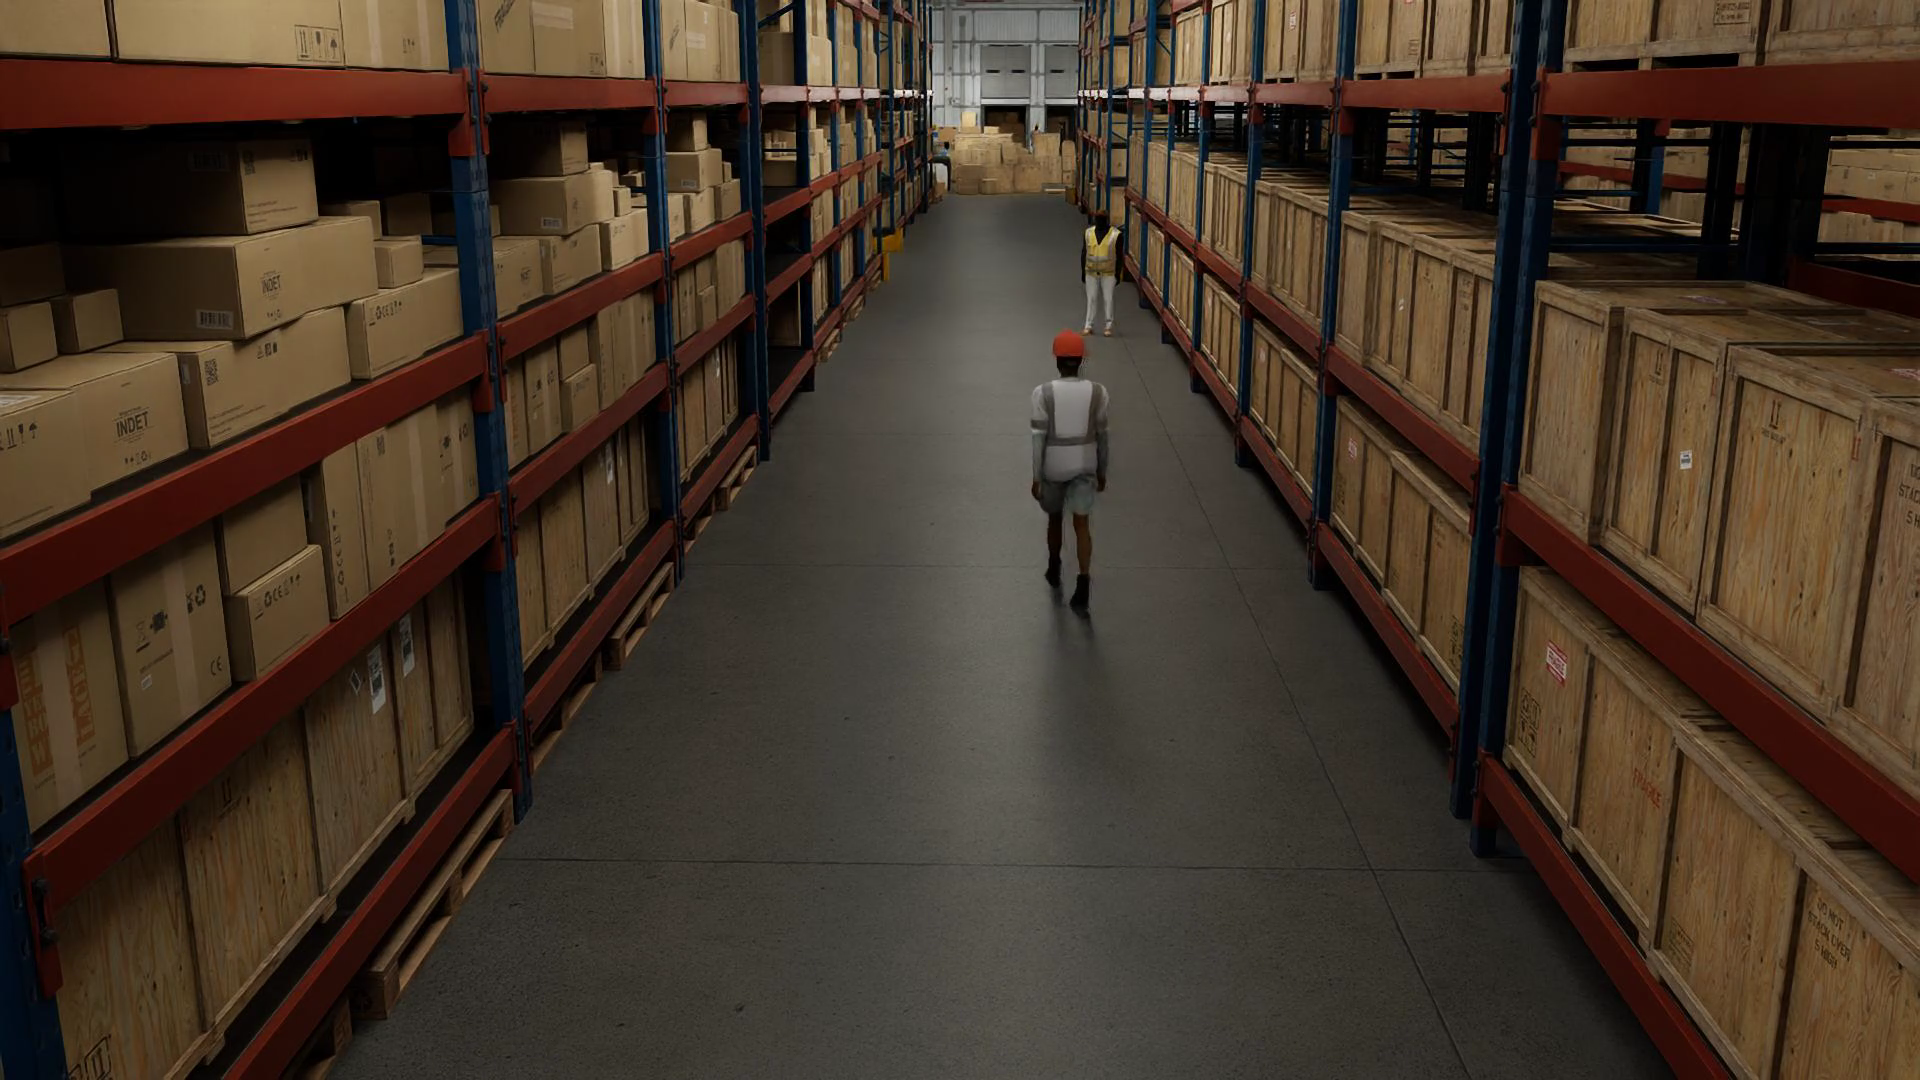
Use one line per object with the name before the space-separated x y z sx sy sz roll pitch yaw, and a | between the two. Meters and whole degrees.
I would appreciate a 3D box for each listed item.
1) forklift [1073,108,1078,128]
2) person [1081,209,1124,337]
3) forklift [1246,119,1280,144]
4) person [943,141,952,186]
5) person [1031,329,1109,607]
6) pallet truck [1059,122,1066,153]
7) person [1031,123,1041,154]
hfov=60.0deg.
forklift | 5.663 -18.473 76.524 1.129 2.768 1.873 -3 15 -12
person | 2.051 -3.883 24.208 0.621 1.845 0.429 5 16 19
forklift | 7.708 -9.269 42.277 1.129 2.768 1.873 0 15 2
person | -0.591 -14.399 63.629 0.482 1.679 0.539 -2 15 -8
person | 0.769 -0.503 11.539 0.563 1.901 0.986 -2 15 -6
pallet truck | 5.788 -21.111 88.014 1.885 1.965 0.823 5 16 18
person | 3.990 -20.962 87.618 0.587 1.922 0.388 8 17 28
